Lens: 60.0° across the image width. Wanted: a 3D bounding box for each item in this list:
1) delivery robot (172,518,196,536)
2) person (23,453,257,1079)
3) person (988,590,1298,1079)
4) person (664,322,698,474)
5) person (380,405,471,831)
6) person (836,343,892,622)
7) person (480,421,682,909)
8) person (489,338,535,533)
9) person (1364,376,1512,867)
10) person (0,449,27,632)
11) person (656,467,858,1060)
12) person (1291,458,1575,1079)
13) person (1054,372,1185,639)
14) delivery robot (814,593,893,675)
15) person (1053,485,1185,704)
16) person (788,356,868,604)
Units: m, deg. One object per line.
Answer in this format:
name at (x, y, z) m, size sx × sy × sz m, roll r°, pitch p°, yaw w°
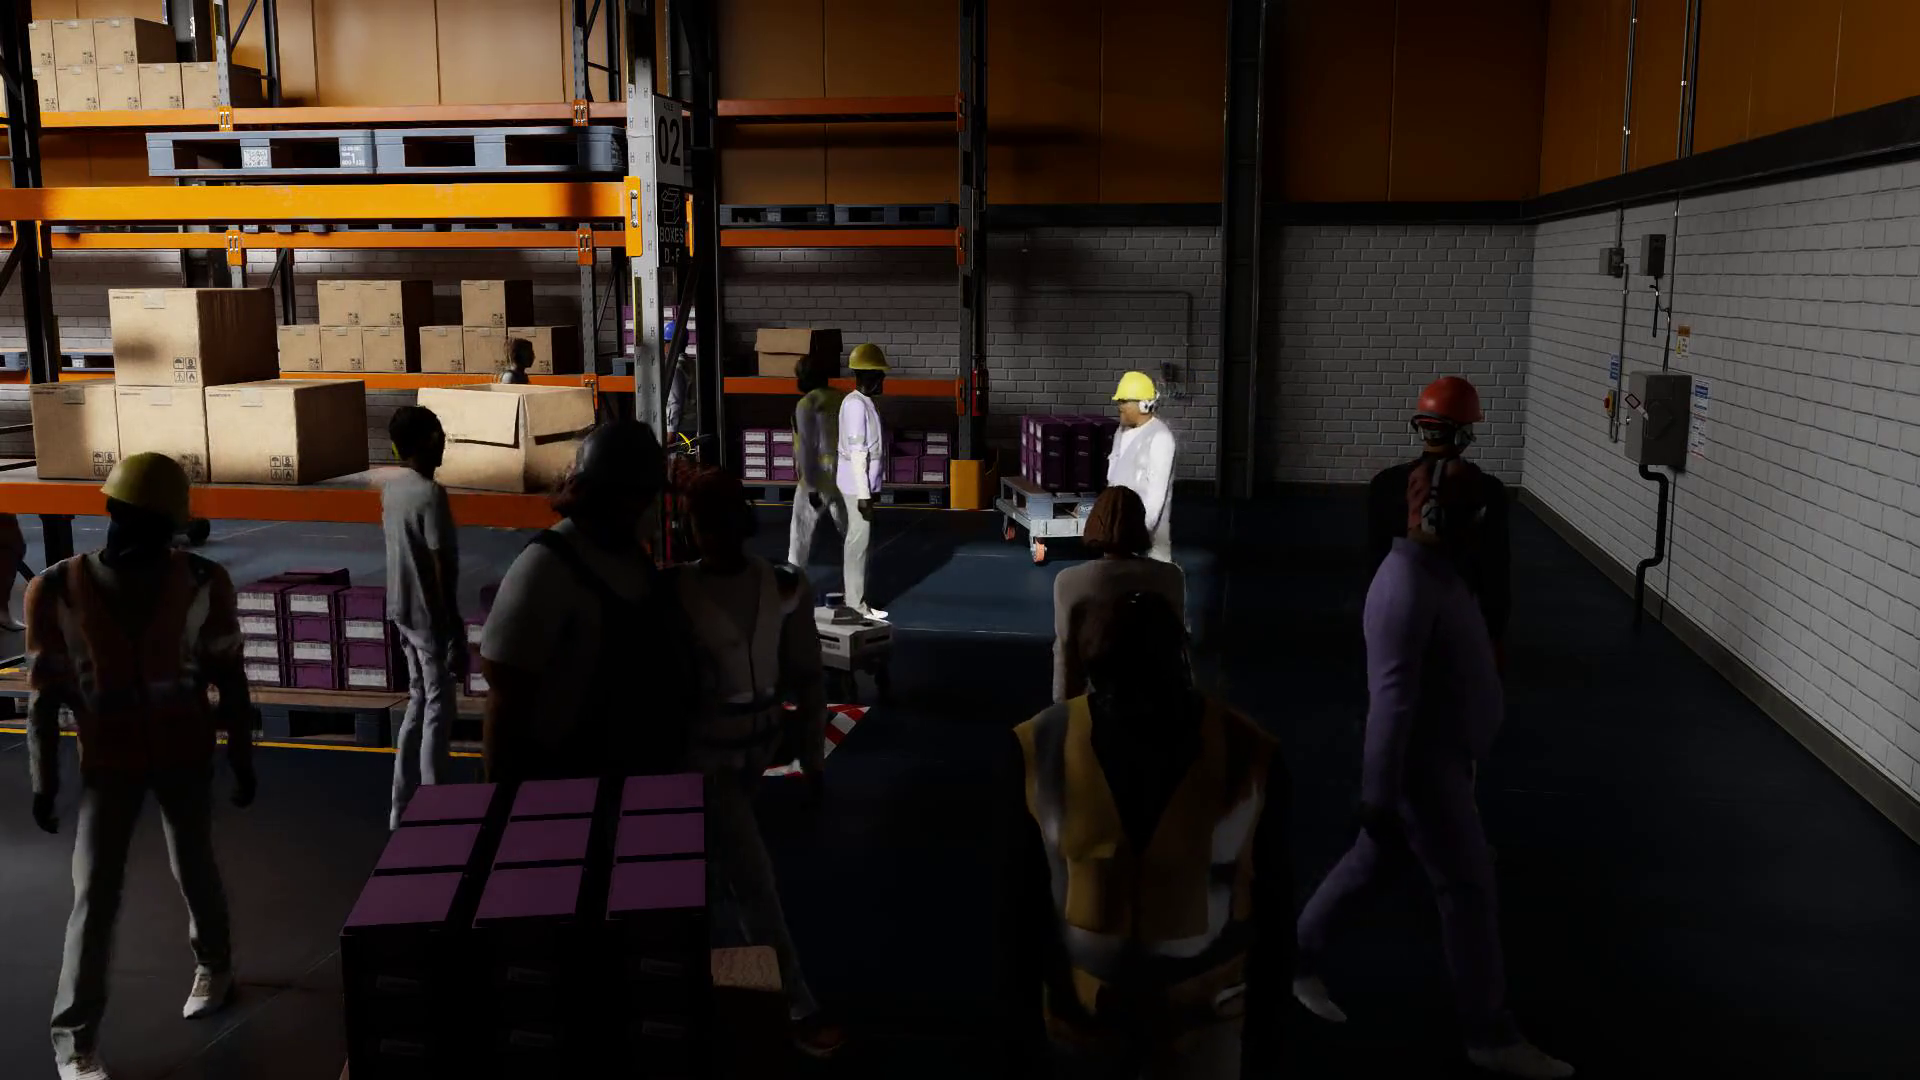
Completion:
delivery robot at (-7.113, -0.280, 14.729) m, size 0.707 × 0.478 × 0.477 m, roll 4°, pitch 10°, yaw 23°
person at (-2.502, 0.668, 5.111) m, size 0.642 × 1.866 × 0.751 m, roll -5°, pitch 10°, yaw -29°
person at (0.379, 0.978, 3.472) m, size 0.625 × 1.782 × 1.034 m, roll 2°, pitch 9°, yaw 11°
person at (-2.613, -1.059, 15.544) m, size 0.391 × 1.948 × 0.605 m, roll 0°, pitch 9°, yaw 3°
person at (-2.268, 0.364, 7.047) m, size 0.376 × 1.846 × 0.570 m, roll -7°, pitch 12°, yaw -38°
person at (-0.651, -0.374, 11.357) m, size 0.381 × 1.928 × 0.587 m, roll 0°, pitch 9°, yaw 0°
person at (-1.047, 0.606, 4.922) m, size 1.042 × 2.000 × 0.697 m, roll 2°, pitch 9°, yaw 11°
person at (-3.929, -0.939, 15.252) m, size 0.932 × 1.797 × 0.537 m, roll 0°, pitch 9°, yaw -2°
person at (1.922, 0.344, 6.687) m, size 0.608 × 1.996 × 0.379 m, roll 8°, pitch 12°, yaw 42°
person at (-6.445, -0.276, 10.879) m, size 0.519 × 1.890 × 0.648 m, roll 2°, pitch 9°, yaw 12°
person at (-0.758, 0.670, 5.204) m, size 0.913 × 1.828 × 0.538 m, roll 9°, pitch 13°, yaw 43°
person at (1.385, 0.667, 5.113) m, size 0.969 × 1.867 × 0.657 m, roll 4°, pitch 10°, yaw 22°
person at (1.068, -0.155, 10.430) m, size 0.915 × 1.780 × 0.621 m, roll -4°, pitch 10°, yaw -26°
delivery robot at (-0.718, 0.550, 9.580) m, size 0.707 × 0.478 × 0.477 m, roll 8°, pitch 12°, yaw 42°
person at (0.580, 0.613, 6.140) m, size 0.500 × 1.633 × 0.286 m, roll -1°, pitch 9°, yaw -9°
person at (-1.038, -0.430, 12.082) m, size 0.903 × 1.795 × 0.665 m, roll 7°, pitch 11°, yaw 37°
